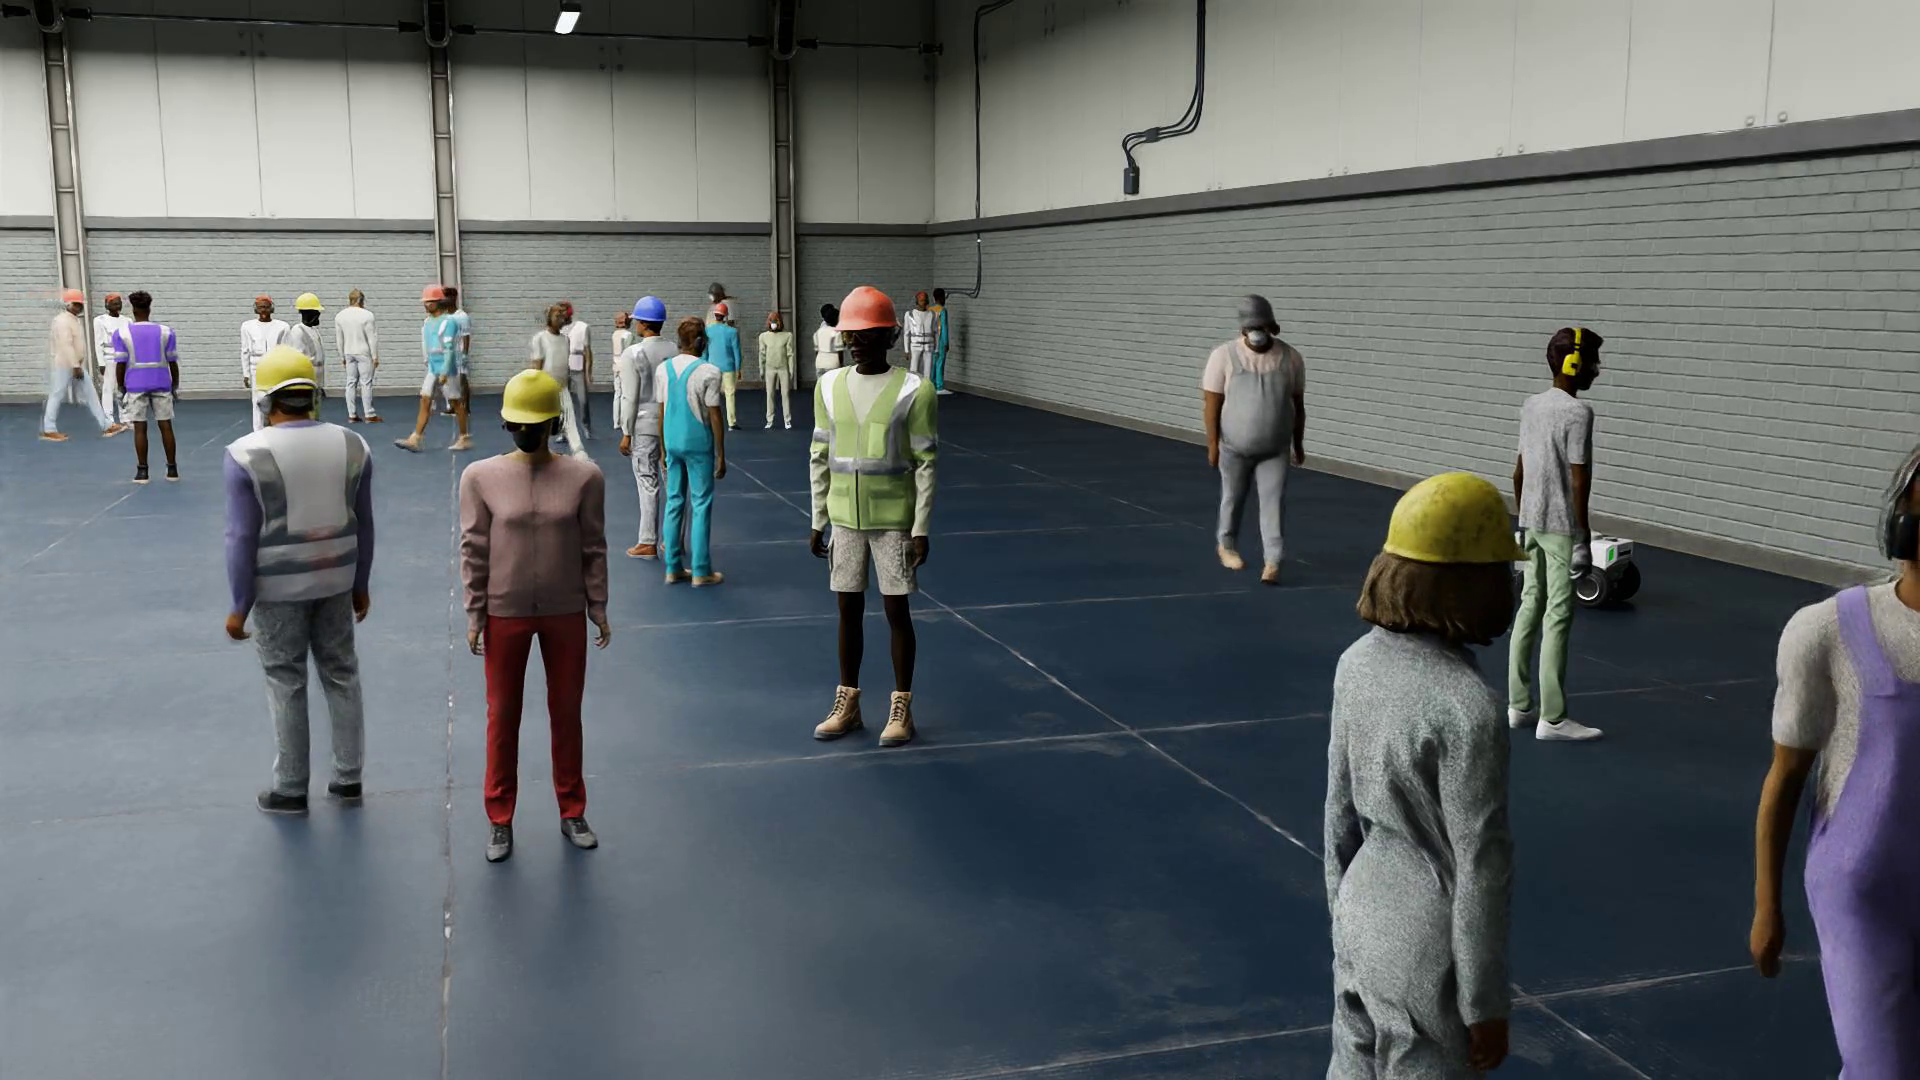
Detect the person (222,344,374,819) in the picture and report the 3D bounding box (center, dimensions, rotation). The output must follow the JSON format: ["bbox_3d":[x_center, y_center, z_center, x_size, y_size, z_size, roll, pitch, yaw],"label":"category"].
[{"bbox_3d":[-2.553,0.164,6.434,0.404,1.833,0.592,7,12,39],"label":"person"}]

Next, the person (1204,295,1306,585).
[{"bbox_3d":[2.051,-0.747,11.574,0.725,2.000,1.029,1,9,4],"label":"person"}]

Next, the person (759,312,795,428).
[{"bbox_3d":[-2.549,-2.357,23.172,0.499,1.627,0.279,0,9,1],"label":"person"}]

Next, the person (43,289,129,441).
[{"bbox_3d":[-11.365,-2.249,21.439,1.061,1.934,0.634,-1,9,-7],"label":"person"}]

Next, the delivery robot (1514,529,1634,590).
[{"bbox_3d":[3.952,0.075,10.755,0.477,0.478,0.707,-9,13,-44],"label":"delivery robot"}]

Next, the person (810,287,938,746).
[{"bbox_3d":[-0.400,-0.099,7.430,0.607,2.044,0.375,3,9,20],"label":"person"}]

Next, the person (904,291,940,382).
[{"bbox_3d":[-0.618,-3.097,27.060,0.586,1.883,0.341,-2,9,-13],"label":"person"}]

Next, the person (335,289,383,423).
[{"bbox_3d":[-8.679,-2.643,24.012,0.627,1.933,0.371,2,9,14],"label":"person"}]

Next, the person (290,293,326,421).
[{"bbox_3d":[-7.018,-1.699,18.007,0.370,1.927,0.588,-1,9,-6],"label":"person"}]

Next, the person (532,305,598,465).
[{"bbox_3d":[-4.326,-1.606,17.826,0.979,1.799,0.506,8,12,41],"label":"person"}]

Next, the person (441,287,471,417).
[{"bbox_3d":[-7.651,-2.840,25.166,0.614,1.962,0.366,8,12,40],"label":"person"}]

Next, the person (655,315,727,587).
[{"bbox_3d":[-1.814,-0.592,11.245,0.511,1.837,0.353,4,10,24],"label":"person"}]

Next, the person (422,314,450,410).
[{"bbox_3d":[-8.323,-2.896,26.571,0.500,1.636,0.284,-2,9,-12],"label":"person"}]

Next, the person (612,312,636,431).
[{"bbox_3d":[-4.615,-2.319,22.908,0.311,1.633,0.517,-7,11,-39],"label":"person"}]

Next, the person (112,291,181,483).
[{"bbox_3d":[-8.301,-1.561,17.003,0.613,1.962,0.367,-7,11,-36],"label":"person"}]

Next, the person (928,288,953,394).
[{"bbox_3d":[-0.394,-3.595,30.126,0.392,1.922,0.592,-5,10,-31],"label":"person"}]

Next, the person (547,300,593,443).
[{"bbox_3d":[-4.968,-2.152,21.230,0.614,1.825,0.590,1,9,5],"label":"person"}]

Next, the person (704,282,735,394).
[{"bbox_3d":[-4.372,-3.637,30.008,0.564,2.000,0.698,-5,10,-29],"label":"person"}]

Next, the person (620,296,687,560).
[{"bbox_3d":[-2.266,-0.829,12.379,0.379,1.951,0.606,8,12,41],"label":"person"}]

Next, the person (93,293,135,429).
[{"bbox_3d":[-11.621,-2.447,22.921,0.360,1.883,0.574,4,10,27],"label":"person"}]

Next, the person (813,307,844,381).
[{"bbox_3d":[-1.851,-2.449,23.559,0.545,1.678,0.366,7,11,37],"label":"person"}]

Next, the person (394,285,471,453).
[{"bbox_3d":[-6.283,-2.015,19.812,0.614,1.999,1.003,6,11,34],"label":"person"}]

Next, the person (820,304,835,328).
[{"bbox_3d":[-2.076,-2.871,26.220,0.315,1.696,0.540,-1,9,-5],"label":"person"}]

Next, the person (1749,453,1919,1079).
[{"bbox_3d":[1.787,0.701,3.131,0.514,1.804,0.953,1,9,6],"label":"person"}]

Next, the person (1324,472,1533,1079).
[{"bbox_3d":[0.842,0.744,3.014,0.327,1.742,0.492,-2,9,-15],"label":"person"}]

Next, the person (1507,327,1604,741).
[{"bbox_3d":[2.709,-0.029,7.559,0.333,1.864,0.515,-2,9,-14],"label":"person"}]

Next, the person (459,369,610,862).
[{"bbox_3d":[-1.520,0.268,5.987,0.523,1.763,0.329,-4,10,-21],"label":"person"}]

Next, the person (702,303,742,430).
[{"bbox_3d":[-3.268,-2.382,22.912,0.561,1.752,0.324,2,9,10],"label":"person"}]

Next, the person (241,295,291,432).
[{"bbox_3d":[-8.427,-2.027,20.245,0.572,1.883,0.356,-4,10,-23],"label":"person"}]
